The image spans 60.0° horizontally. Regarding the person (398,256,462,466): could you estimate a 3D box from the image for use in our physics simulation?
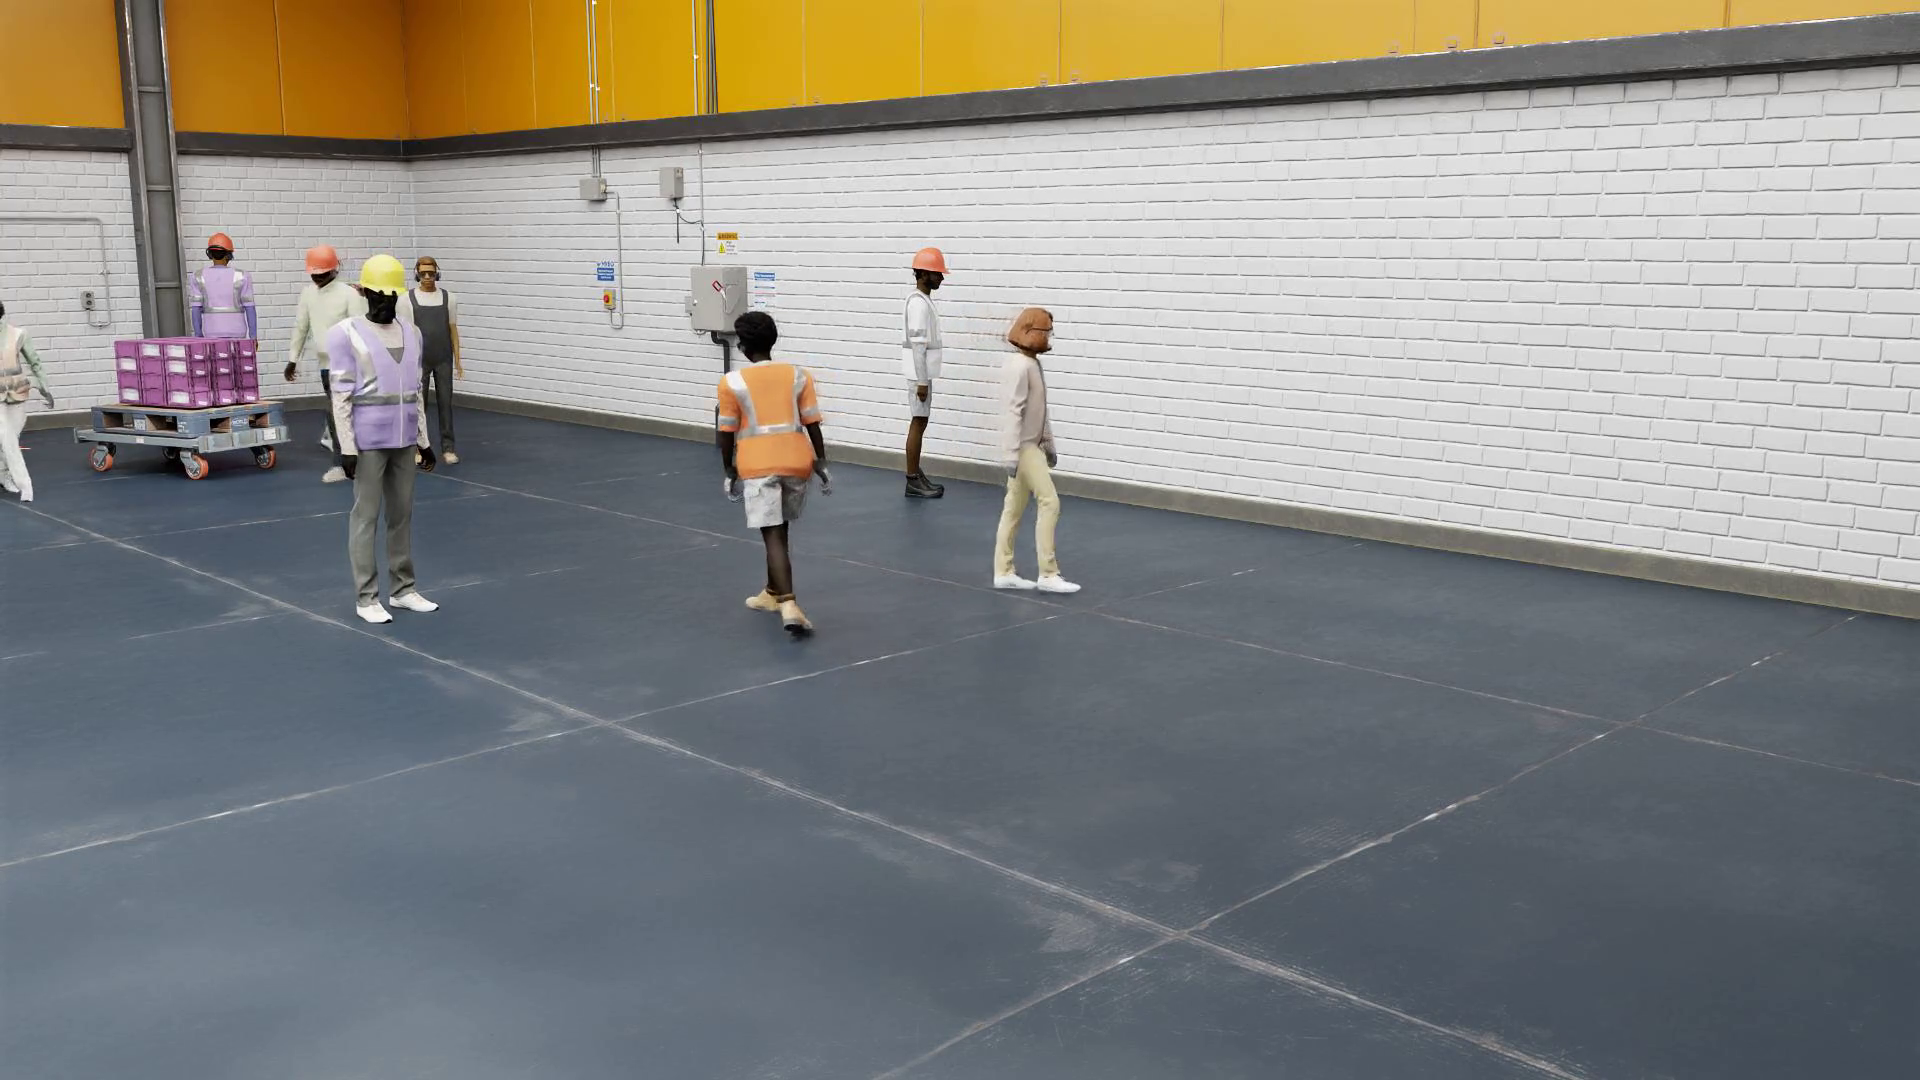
[{"bbox_3d":[-4.666,-1.577,14.679,0.515,1.843,0.326,-5,12,-28],"label":"person"}]

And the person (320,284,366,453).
[{"bbox_3d":[-5.626,-1.559,15.288,0.872,1.590,0.521,4,11,19],"label":"person"}]

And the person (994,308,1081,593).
[{"bbox_3d":[0.477,-0.499,9.405,0.645,1.607,0.531,2,11,11],"label":"person"}]

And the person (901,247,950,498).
[{"bbox_3d":[-0.262,-1.287,12.876,0.380,1.930,0.543,0,10,0],"label":"person"}]

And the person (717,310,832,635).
[{"bbox_3d":[-0.940,-0.357,8.569,0.564,1.647,0.830,-6,12,-29],"label":"person"}]

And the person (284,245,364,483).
[{"bbox_3d":[-5.189,-1.443,13.680,0.762,1.935,0.655,7,12,33],"label":"person"}]

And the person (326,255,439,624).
[{"bbox_3d":[-3.024,-0.532,8.780,0.381,1.919,0.584,6,12,30],"label":"person"}]

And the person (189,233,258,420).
[{"bbox_3d":[-7.587,-2.137,17.193,0.614,2.041,0.393,-3,11,-15],"label":"person"}]

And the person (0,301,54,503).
[{"bbox_3d":[-7.379,-1.111,12.845,0.584,1.590,0.867,-10,14,-44],"label":"person"}]
